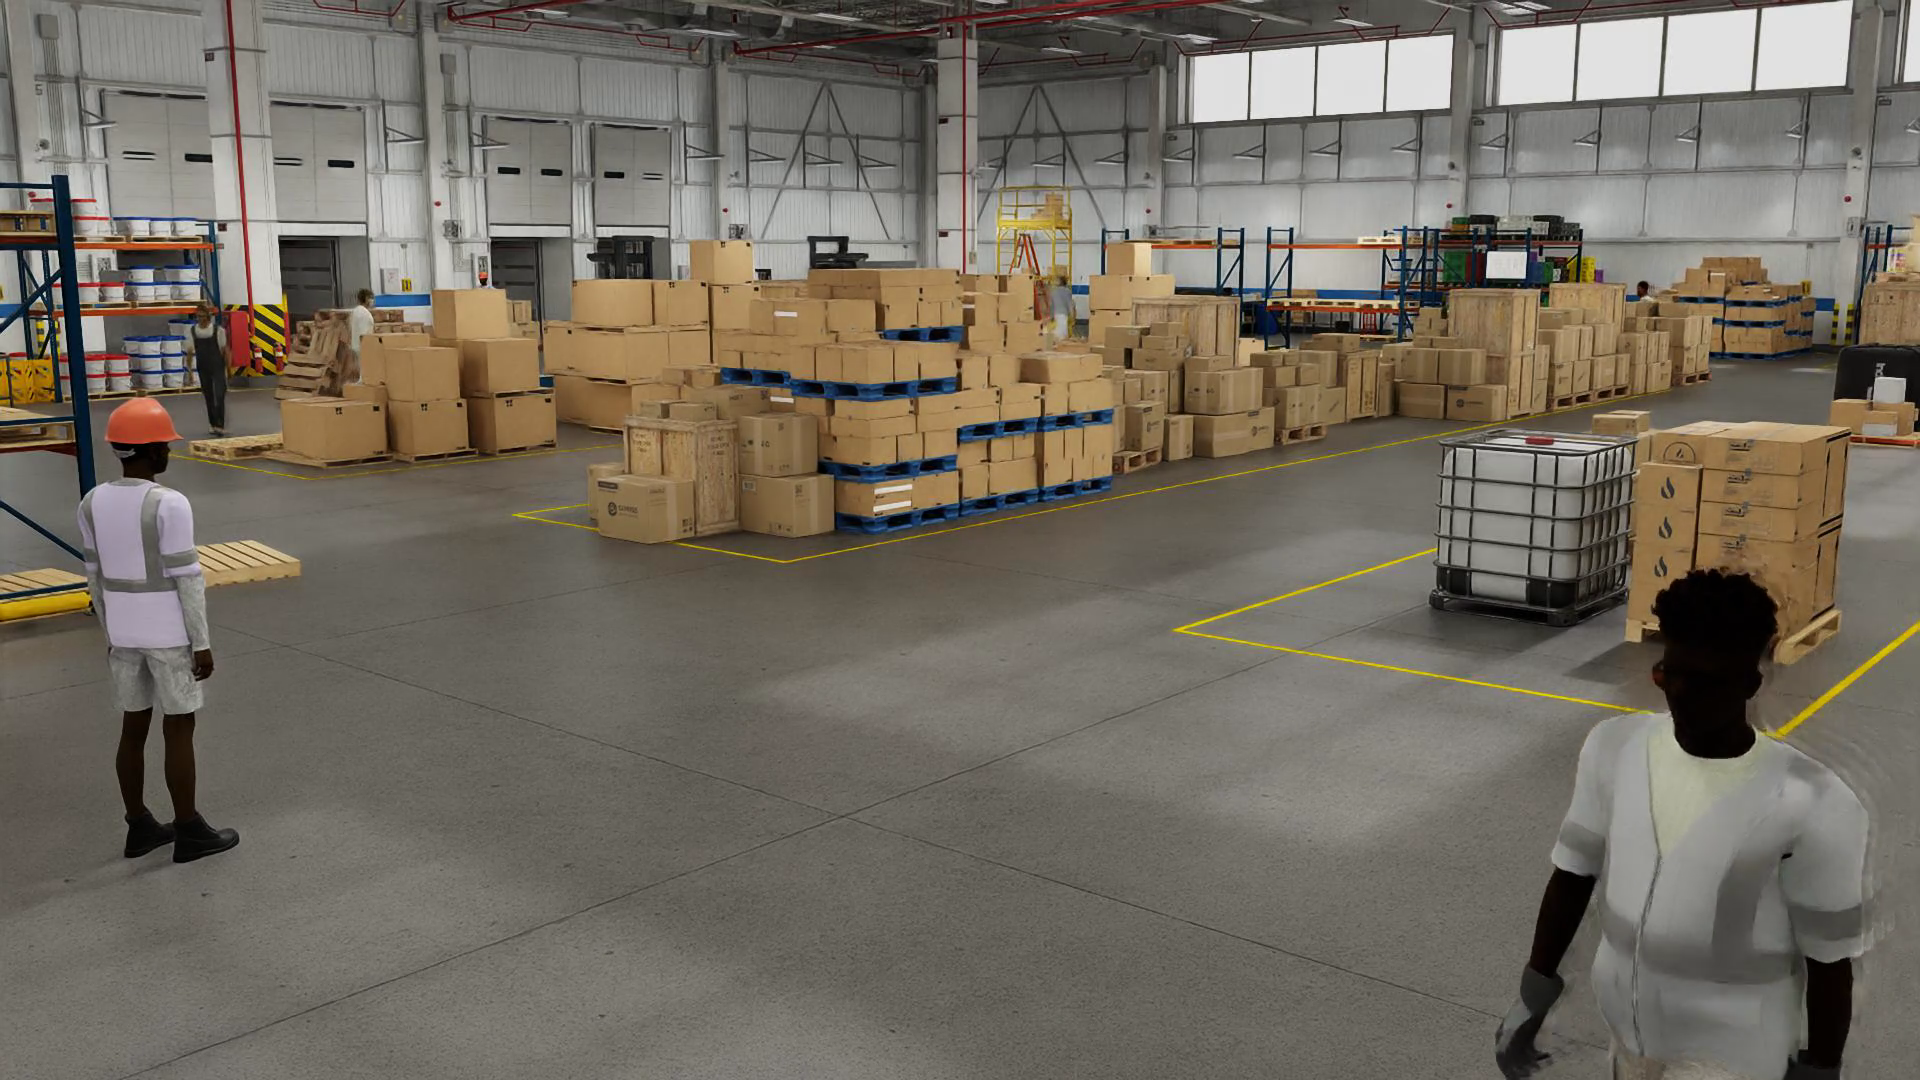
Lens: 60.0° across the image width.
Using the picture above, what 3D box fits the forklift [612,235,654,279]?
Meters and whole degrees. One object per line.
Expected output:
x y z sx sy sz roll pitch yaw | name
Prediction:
-7.300 -5.450 37.421 1.873 2.768 1.129 8 13 40 | forklift

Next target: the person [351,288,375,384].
-9.412 -2.997 26.214 0.500 1.921 0.628 -6 11 -29 | person

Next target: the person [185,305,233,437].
-10.176 -2.278 22.516 0.536 1.775 0.928 -2 10 -13 | person

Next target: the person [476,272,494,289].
-12.292 -5.961 43.018 0.542 1.938 0.357 3 11 19 | person

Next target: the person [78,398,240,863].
-3.338 0.399 6.917 0.545 1.899 0.361 3 10 17 | person

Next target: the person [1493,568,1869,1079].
1.421 1.006 3.402 0.986 1.916 0.607 -5 11 -28 | person

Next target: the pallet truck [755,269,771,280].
-4.996 -6.432 45.525 1.885 1.965 0.823 -6 12 -32 | pallet truck

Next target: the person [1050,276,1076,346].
2.439 -5.396 39.973 1.039 1.893 0.631 -6 12 -32 | person

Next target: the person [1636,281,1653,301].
13.698 -4.222 33.226 0.458 1.901 0.604 5 11 26 | person

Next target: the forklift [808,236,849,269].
-3.079 -5.743 39.090 1.129 2.768 1.873 -6 12 -30 | forklift
